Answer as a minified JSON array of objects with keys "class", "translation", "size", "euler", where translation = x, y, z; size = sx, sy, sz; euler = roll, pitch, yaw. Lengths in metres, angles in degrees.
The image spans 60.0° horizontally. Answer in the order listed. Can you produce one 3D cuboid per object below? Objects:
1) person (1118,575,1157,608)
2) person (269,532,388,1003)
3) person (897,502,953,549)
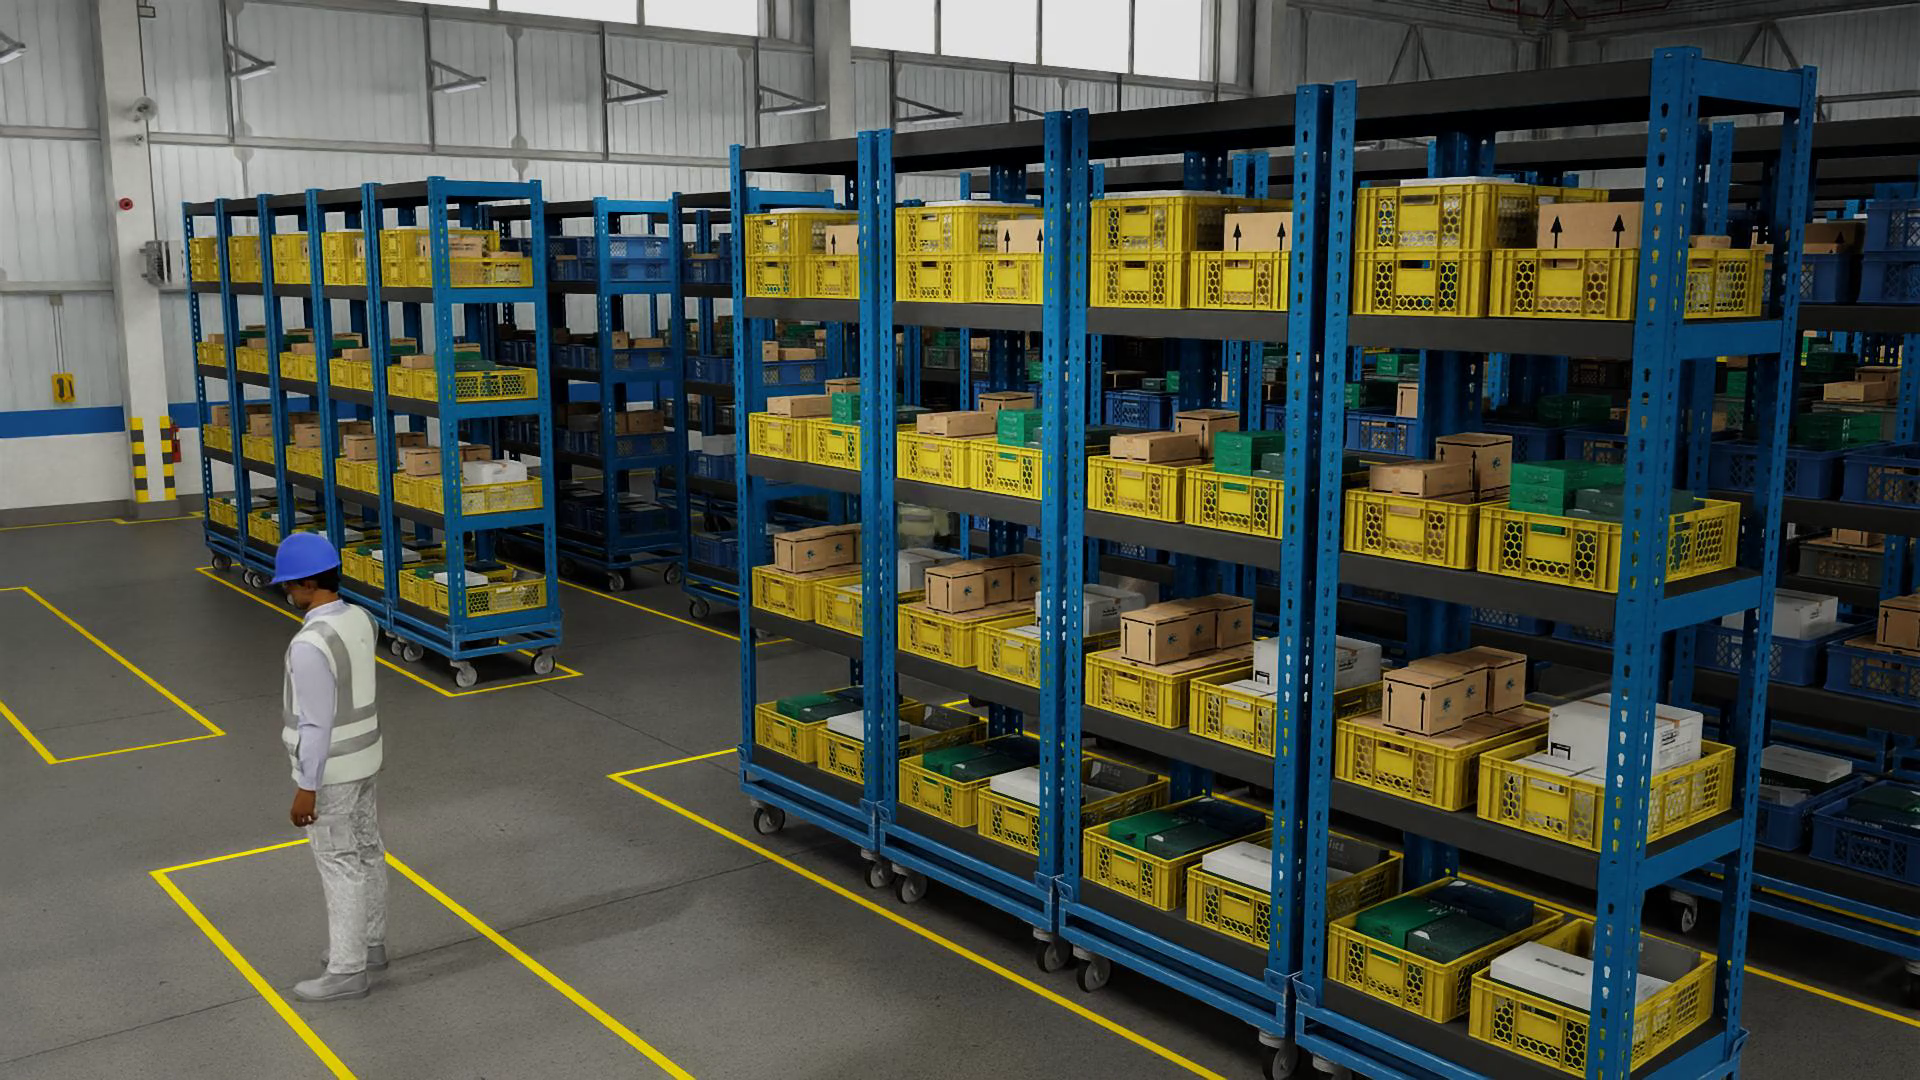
[{"class":"person","translation":[1.450,-0.109,12.904],"size":[0.396,1.992,0.623],"euler":[9,13,43]},{"class":"person","translation":[-2.583,0.925,6.844],"size":[0.398,1.939,0.602],"euler":[0,9,1]},{"class":"person","translation":[-0.332,-0.107,13.451],"size":[0.494,1.815,0.602],"euler":[-8,12,-38]}]
